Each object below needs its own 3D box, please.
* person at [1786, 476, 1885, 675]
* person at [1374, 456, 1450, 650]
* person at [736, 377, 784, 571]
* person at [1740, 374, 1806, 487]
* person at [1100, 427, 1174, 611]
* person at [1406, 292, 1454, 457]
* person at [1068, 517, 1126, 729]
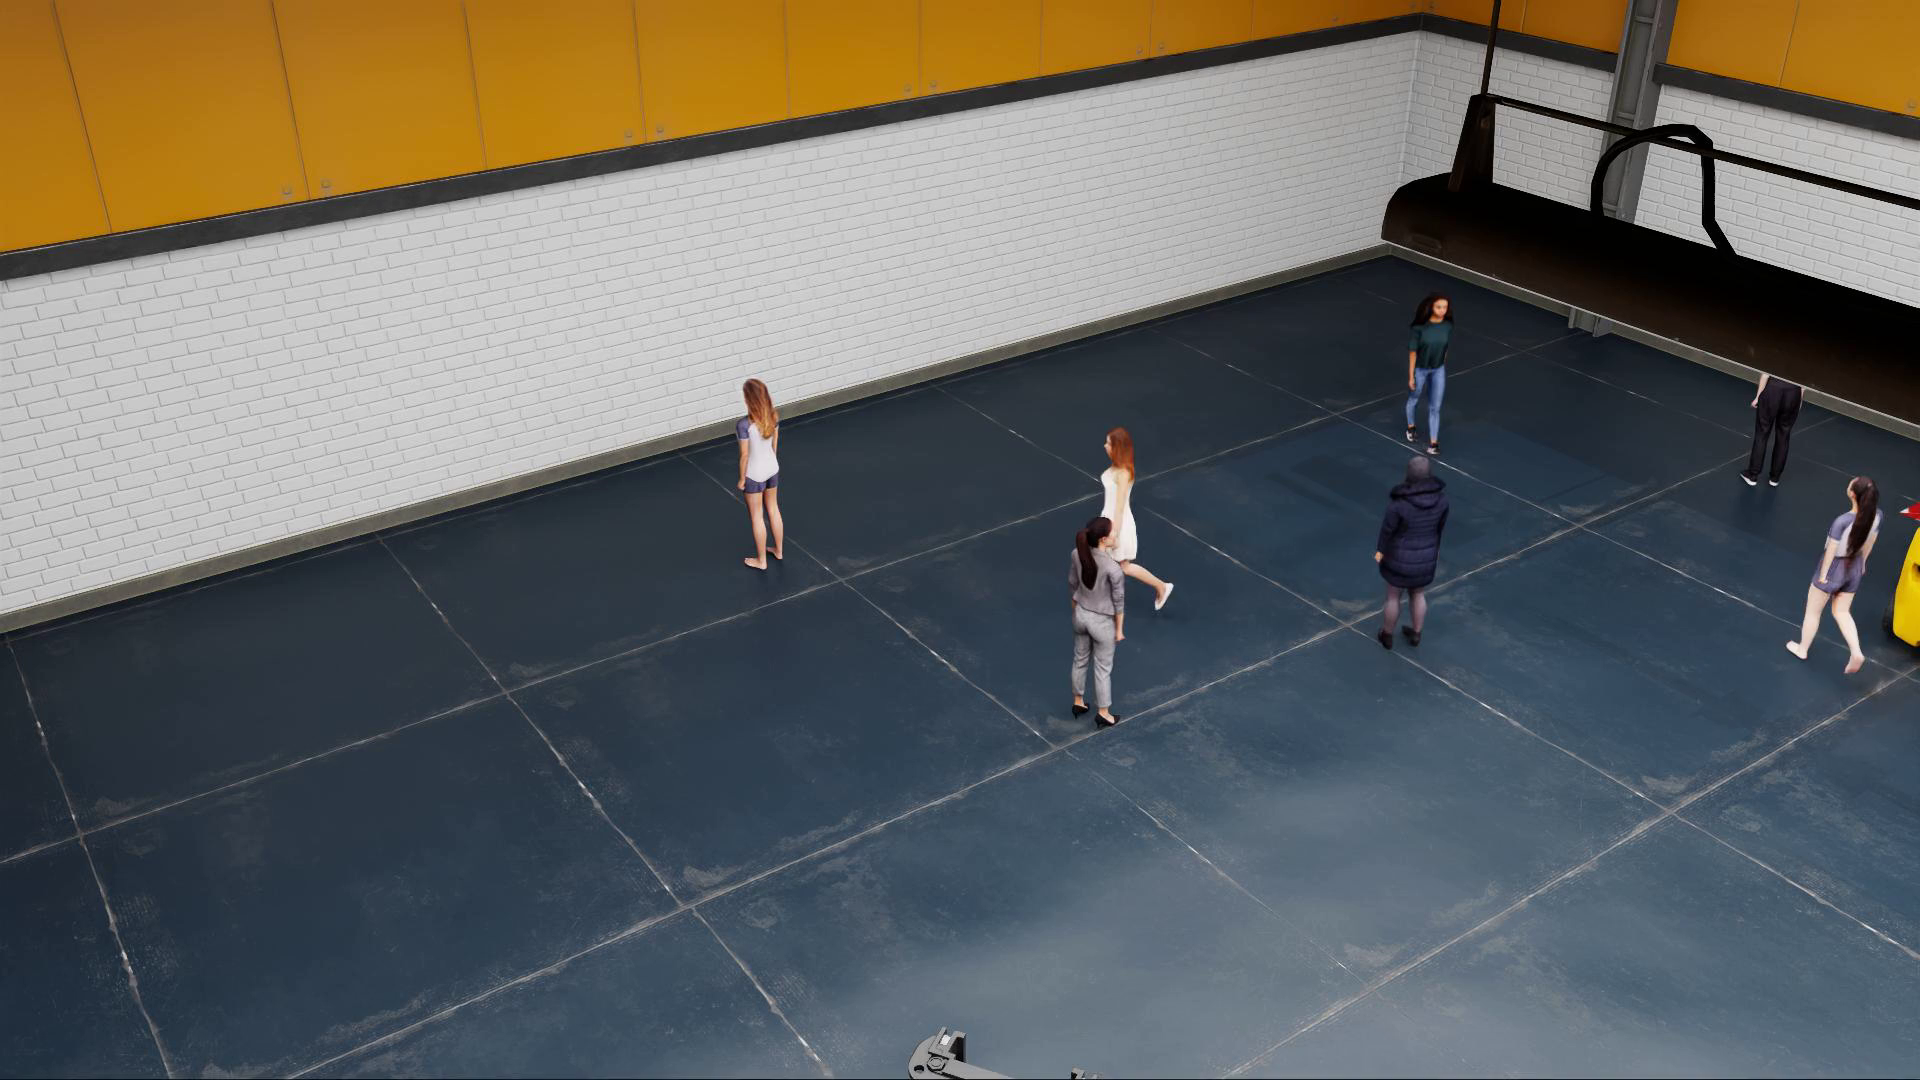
[{"bbox_3d":[6.735,0.290,12.611,0.807,1.635,0.972,-6,29,-11],"label":"person"},{"bbox_3d":[3.477,0.123,12.879,0.762,1.671,0.766,-5,29,-9],"label":"person"},{"bbox_3d":[-1.687,-0.572,14.088,0.634,1.734,0.652,21,35,33],"label":"person"},{"bbox_3d":[7.634,-1.334,15.476,0.648,1.743,0.708,5,29,9],"label":"person"},{"bbox_3d":[1.353,-0.113,13.301,0.980,1.683,1.028,1,29,1],"label":"person"},{"bbox_3d":[4.531,-1.675,16.265,0.930,1.586,1.069,0,29,1],"label":"person"},{"bbox_3d":[0.970,0.598,12.002,0.582,1.678,0.724,23,36,36],"label":"person"}]
